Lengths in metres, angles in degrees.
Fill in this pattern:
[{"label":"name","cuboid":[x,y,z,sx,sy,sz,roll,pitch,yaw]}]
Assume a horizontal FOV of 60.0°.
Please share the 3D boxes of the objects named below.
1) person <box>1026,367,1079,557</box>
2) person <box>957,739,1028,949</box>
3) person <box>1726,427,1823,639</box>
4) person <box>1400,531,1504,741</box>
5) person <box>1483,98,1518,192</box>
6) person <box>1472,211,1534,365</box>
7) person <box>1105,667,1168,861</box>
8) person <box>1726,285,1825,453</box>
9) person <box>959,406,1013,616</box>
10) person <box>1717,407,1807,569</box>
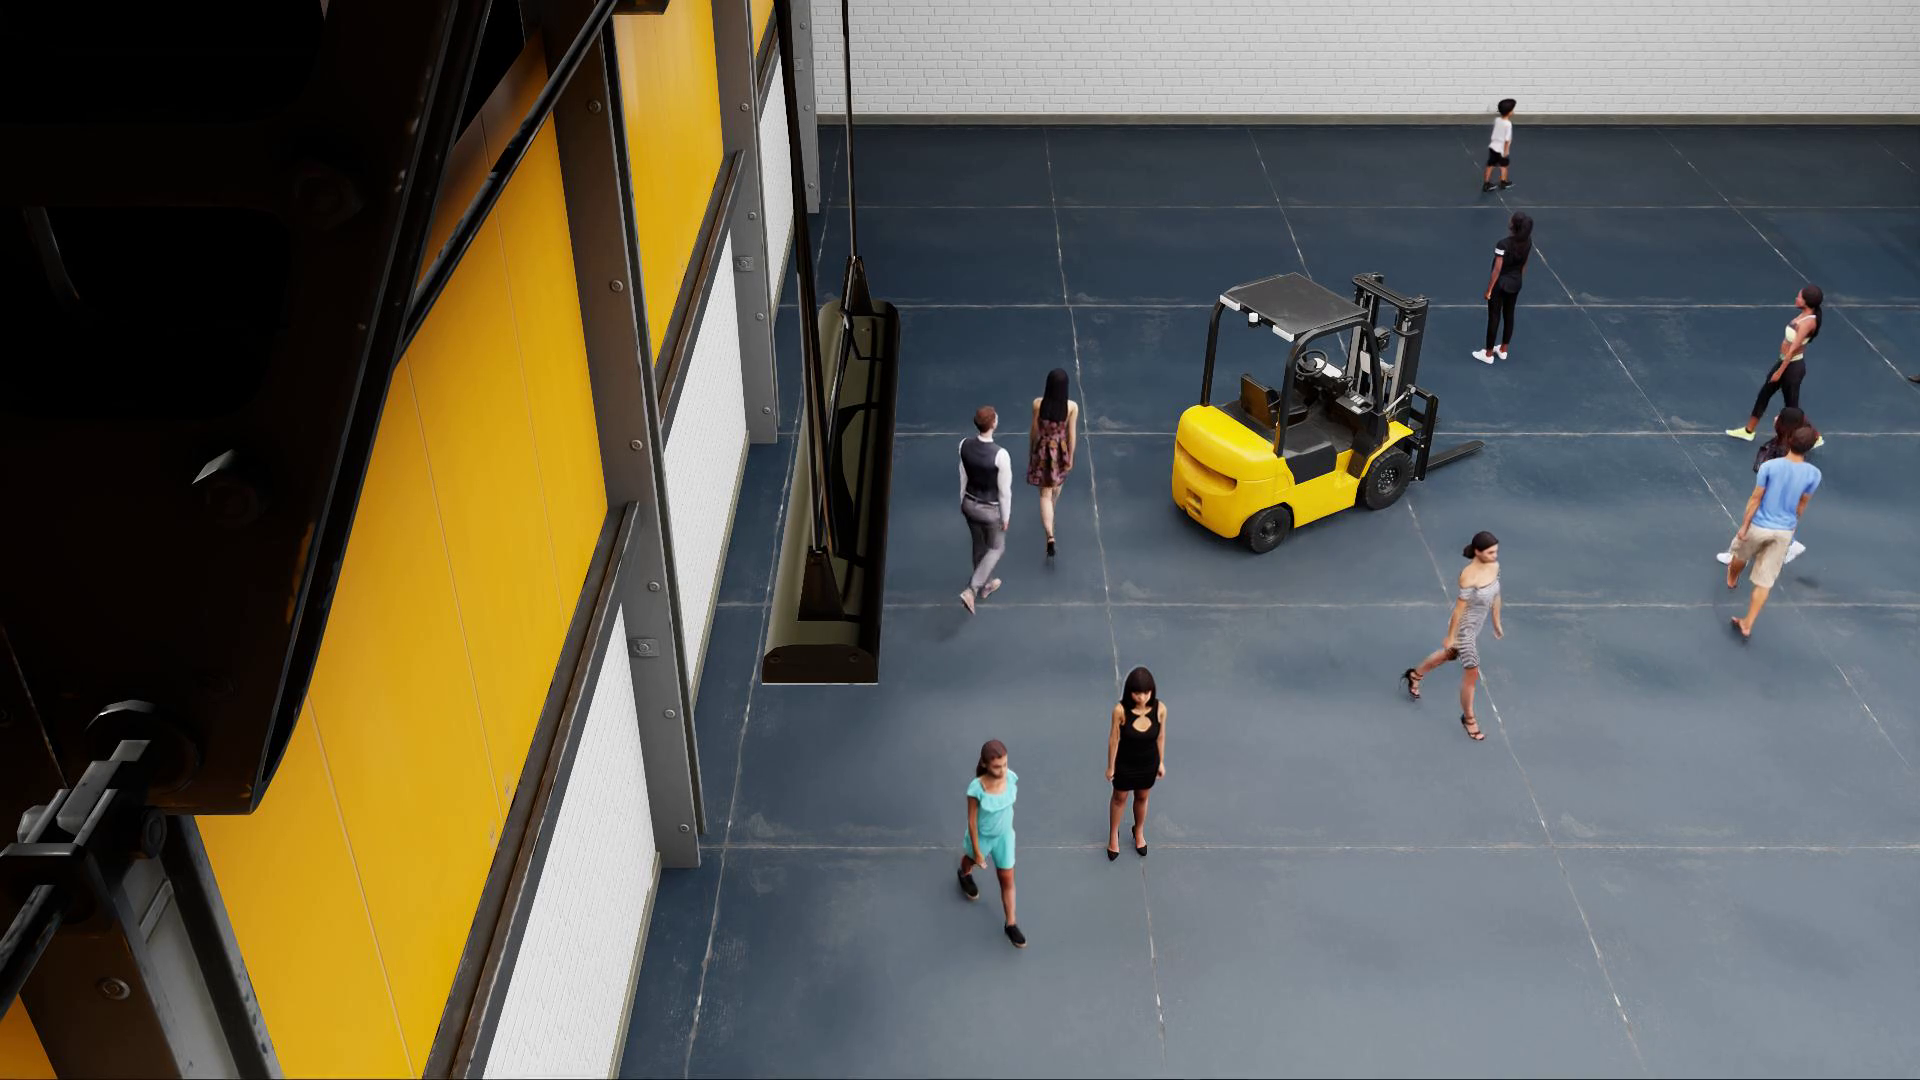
[{"label":"person","cuboid":[0.817,-0.670,14.847,0.644,1.725,1.202,-2,34,-3]},{"label":"person","cuboid":[0.155,1.924,11.126,0.838,1.523,1.123,-14,36,-20]},{"label":"person","cuboid":[6.741,-0.031,13.809,0.918,1.809,1.319,9,35,13]},{"label":"person","cuboid":[3.813,0.659,12.796,1.091,1.782,1.035,29,43,36]},{"label":"person","cuboid":[7.149,-5.247,22.165,0.728,1.247,0.714,-16,37,-22]},{"label":"person","cuboid":[5.892,-2.738,17.958,0.703,1.725,0.719,-15,36,-21]},{"label":"person","cuboid":[1.221,1.547,11.580,0.594,1.648,0.523,-4,34,-6]},{"label":"person","cuboid":[8.228,-1.635,16.300,0.895,1.723,1.110,12,36,18]},{"label":"person","cuboid":[0.162,-0.232,14.013,0.977,1.919,1.103,20,39,27]},{"label":"person","cuboid":[7.162,-0.409,14.553,0.961,1.615,0.962,19,38,26]}]
